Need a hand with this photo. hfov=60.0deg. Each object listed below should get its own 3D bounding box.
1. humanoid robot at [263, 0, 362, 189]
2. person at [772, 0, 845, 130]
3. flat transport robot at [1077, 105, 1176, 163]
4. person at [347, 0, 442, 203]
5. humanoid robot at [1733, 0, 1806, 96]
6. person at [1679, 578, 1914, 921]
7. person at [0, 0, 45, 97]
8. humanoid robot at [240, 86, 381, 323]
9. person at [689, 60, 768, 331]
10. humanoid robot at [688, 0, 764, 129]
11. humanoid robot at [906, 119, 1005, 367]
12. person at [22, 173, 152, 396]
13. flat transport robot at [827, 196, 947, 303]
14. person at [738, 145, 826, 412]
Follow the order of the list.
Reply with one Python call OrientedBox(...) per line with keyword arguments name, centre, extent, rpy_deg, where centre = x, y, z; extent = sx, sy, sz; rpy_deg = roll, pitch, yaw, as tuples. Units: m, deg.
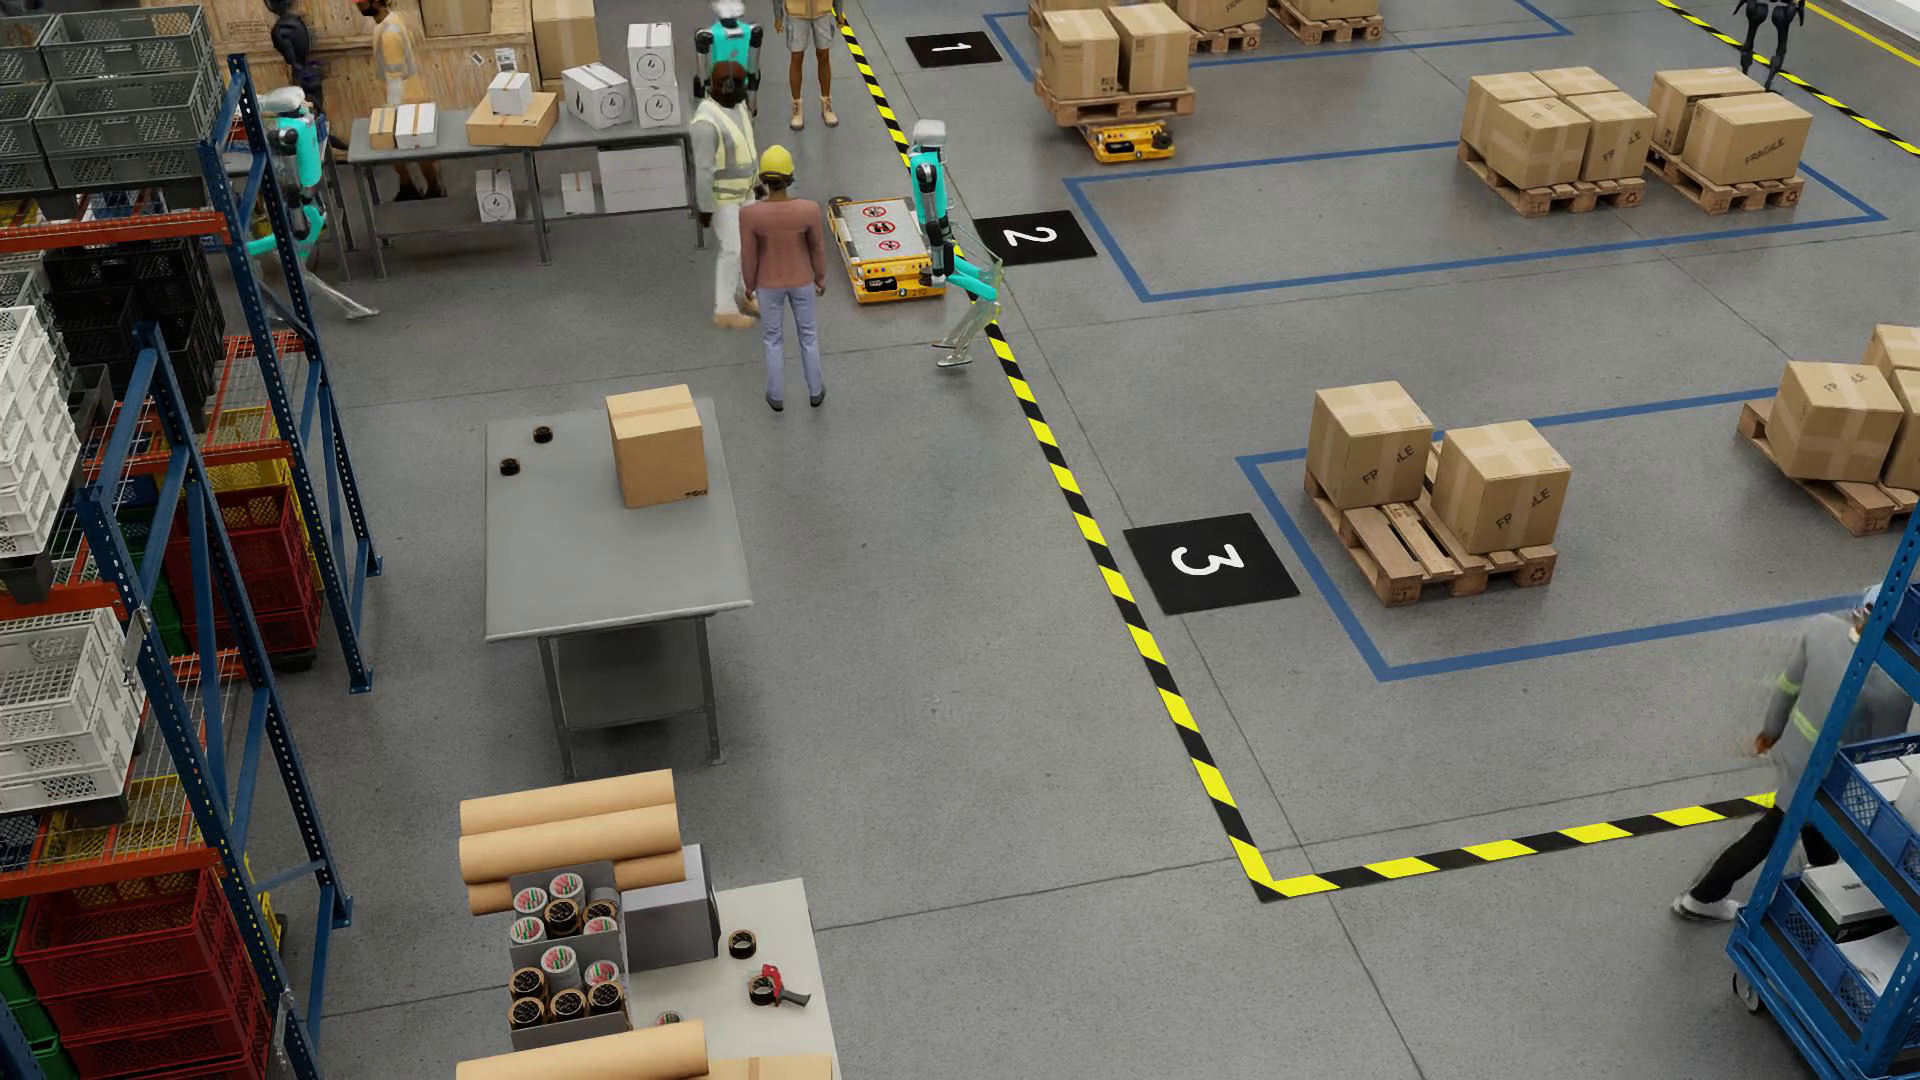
OrientedBox(name="humanoid robot", centre=(-5.124, -3.578, 13.192), extent=(0.550, 1.641, 0.609), rpy_deg=(-8, 37, -11))
OrientedBox(name="person", centre=(-1.280, -4.499, 14.117), extent=(0.615, 2.039, 0.379), rpy_deg=(-8, 37, -11))
OrientedBox(name="flat transport robot", centre=(1.341, -3.681, 14.478), extent=(0.652, 0.197, 1.431), rpy_deg=(-8, 37, -10))
OrientedBox(name="person", centre=(-4.365, -3.357, 12.680), extent=(0.607, 1.918, 0.574), rpy_deg=(-13, 39, -17))
OrientedBox(name="humanoid robot", centre=(7.242, -4.786, 14.810), extent=(0.617, 1.647, 0.454), rpy_deg=(19, 41, 23))
OrientedBox(name="person", centre=(3.679, 0.909, 7.050), extent=(0.985, 1.797, 0.604), rpy_deg=(-4, 37, -5))
OrientedBox(name="person", centre=(-8.634, -4.969, 14.759), extent=(0.613, 2.022, 0.680), rpy_deg=(-27, 44, -31))
OrientedBox(name="humanoid robot", centre=(-4.647, -2.208, 11.325), extent=(1.031, 1.764, 0.542), rpy_deg=(0, 37, -1))
OrientedBox(name="person", centre=(-1.588, -2.377, 11.460), extent=(0.463, 1.810, 0.707), rpy_deg=(14, 39, 18))
OrientedBox(name="humanoid robot", centre=(-1.852, -3.368, 12.840), extent=(0.575, 1.718, 0.996), rpy_deg=(-19, 41, -23))
OrientedBox(name="humanoid robot", centre=(0.032, -1.913, 10.785), extent=(0.735, 1.673, 0.533), rpy_deg=(-2, 37, -2))
OrientedBox(name="person", centre=(-5.386, -1.570, 10.284), extent=(0.372, 1.914, 0.596), rpy_deg=(-7, 37, -10))
OrientedBox(name="flat transport robot", centre=(-0.570, -2.220, 12.538), extent=(0.659, 0.231, 1.431), rpy_deg=(-8, 37, -10))
OrientedBox(name="person", centre=(-1.108, -1.636, 10.497), extent=(0.529, 1.765, 0.324), rpy_deg=(-6, 37, -8))
